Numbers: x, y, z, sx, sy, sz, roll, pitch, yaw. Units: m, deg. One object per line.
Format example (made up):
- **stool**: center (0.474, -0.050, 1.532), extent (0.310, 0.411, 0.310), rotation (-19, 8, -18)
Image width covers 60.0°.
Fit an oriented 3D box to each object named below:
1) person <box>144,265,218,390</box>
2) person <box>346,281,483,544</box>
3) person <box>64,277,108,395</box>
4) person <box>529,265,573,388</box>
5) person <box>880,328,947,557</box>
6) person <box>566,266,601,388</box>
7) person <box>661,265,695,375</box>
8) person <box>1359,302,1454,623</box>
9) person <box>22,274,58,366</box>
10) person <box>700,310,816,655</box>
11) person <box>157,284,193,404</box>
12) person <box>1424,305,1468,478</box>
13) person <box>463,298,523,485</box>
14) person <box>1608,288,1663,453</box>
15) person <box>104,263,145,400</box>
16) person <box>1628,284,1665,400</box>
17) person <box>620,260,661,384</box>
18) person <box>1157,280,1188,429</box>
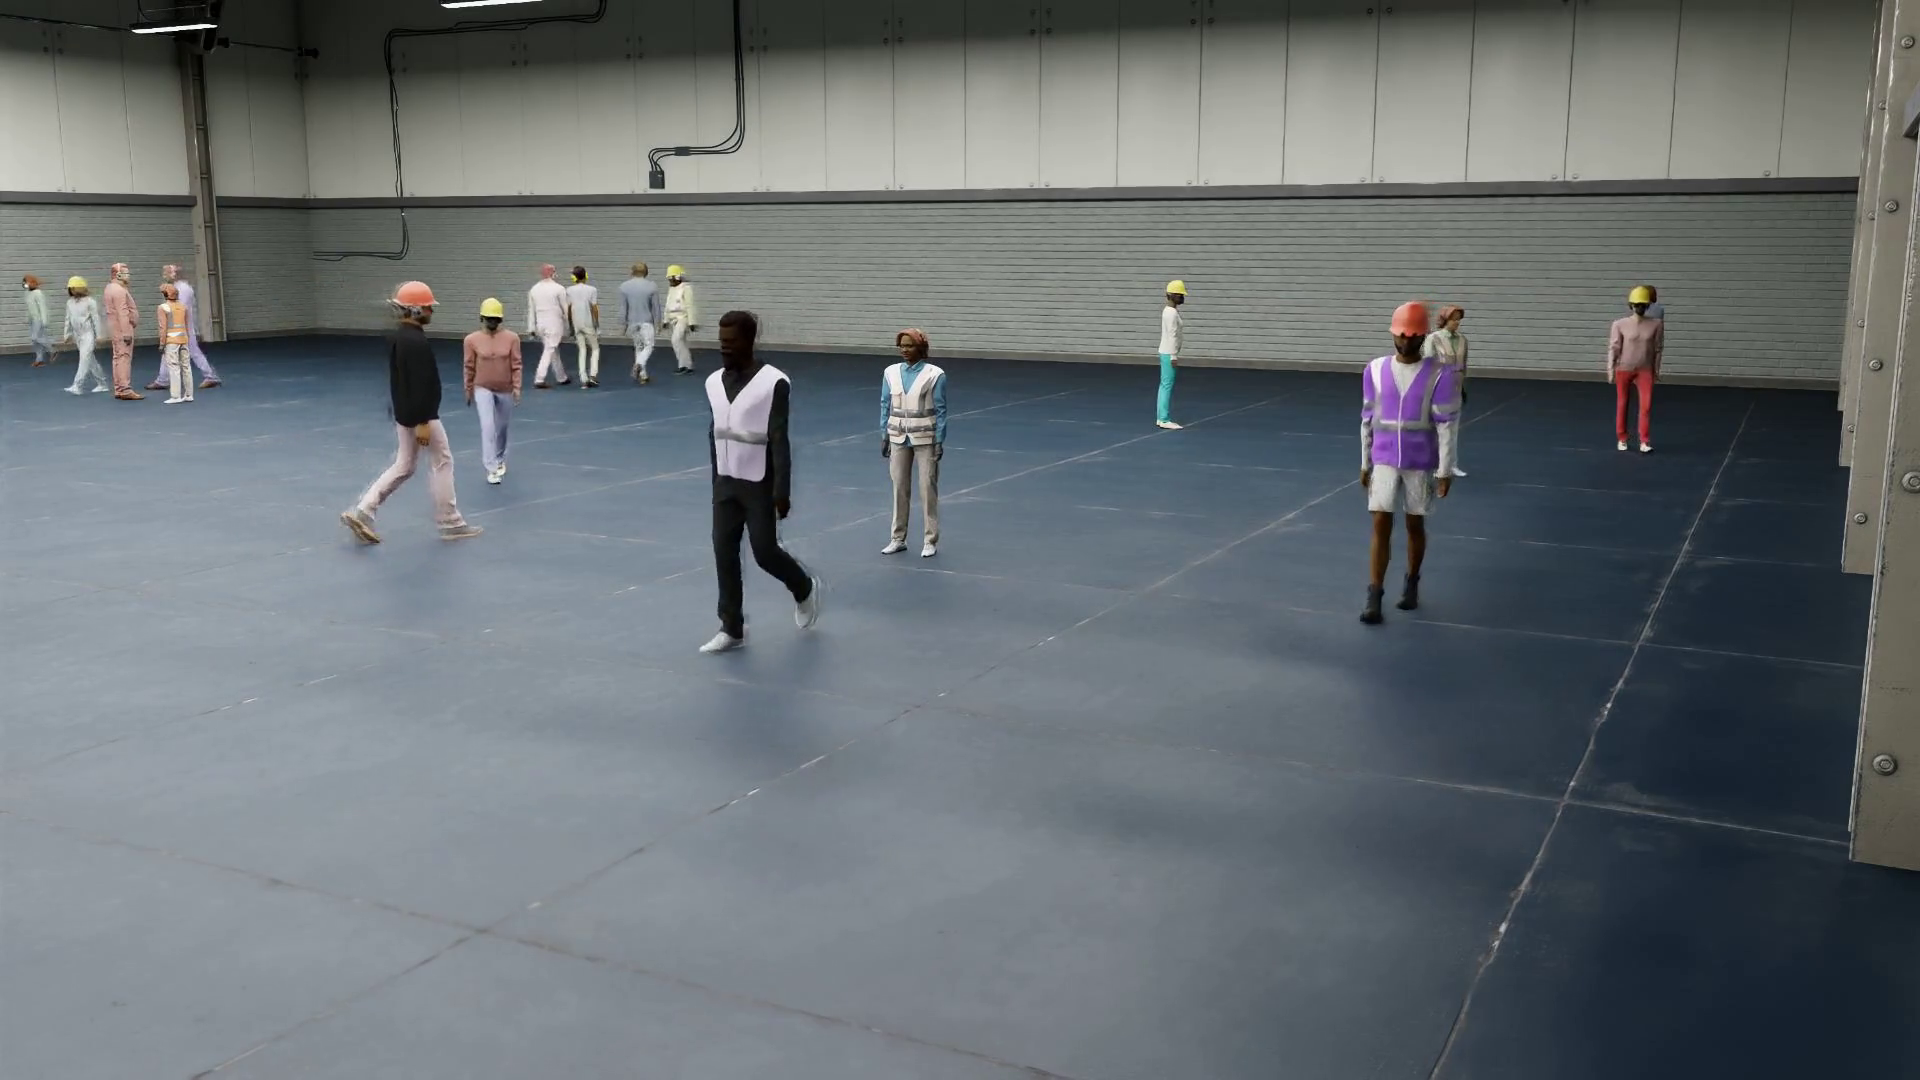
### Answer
- **person**: center (-11.656, -3.167, 24.844), extent (0.640, 1.860, 0.974), rotation (10, 14, 43)
- **person**: center (-4.114, -0.941, 12.412), extent (0.926, 1.968, 0.619), rotation (-8, 13, -36)
- **person**: center (-12.751, -2.962, 24.146), extent (0.503, 1.692, 0.918), rotation (3, 11, 18)
- **person**: center (-6.185, -3.232, 25.178), extent (0.630, 1.851, 0.999), rotation (6, 12, 29)
- **person**: center (-0.335, -0.699, 11.949), extent (0.518, 1.640, 0.307), rotation (4, 11, 23)
- **person**: center (-5.641, -3.213, 25.120), extent (0.555, 1.838, 0.534), rotation (2, 11, 11)
- **person**: center (-4.652, -3.610, 27.385), extent (0.610, 1.801, 0.598), rotation (-7, 13, -35)
- **person**: center (2.670, -0.473, 10.008), extent (0.565, 1.901, 0.819), rotation (5, 11, 24)
- **person**: center (-16.246, -3.867, 29.280), extent (0.510, 1.618, 0.399), rotation (8, 13, 38)
- **person**: center (-1.142, -0.338, 9.289), extent (0.598, 1.892, 0.769), rotation (7, 13, 34)
- **person**: center (-10.753, -2.685, 22.783), extent (0.308, 1.640, 0.511), rotation (3, 11, 18)
- **person**: center (4.624, -1.415, 15.862), extent (0.522, 1.640, 0.319), rotation (-5, 11, -25)
- **person**: center (-4.402, -1.419, 15.650), extent (0.528, 1.722, 0.854), rotation (-5, 11, -25)
- **person**: center (7.115, -1.769, 17.497), extent (0.553, 1.732, 0.818), rotation (2, 11, 9)
- **person**: center (-11.722, -2.919, 23.328), extent (0.402, 1.906, 0.652), rotation (-8, 13, -37)
- **person**: center (9.493, -2.734, 23.098), extent (0.519, 1.620, 0.566), rotation (10, 14, 44)
- **person**: center (-4.910, -3.314, 25.454), extent (0.639, 1.920, 0.801), rotation (2, 11, 12)
- **person**: center (2.533, -2.206, 19.826), extent (0.327, 1.765, 0.528), rotation (0, 10, 1)
